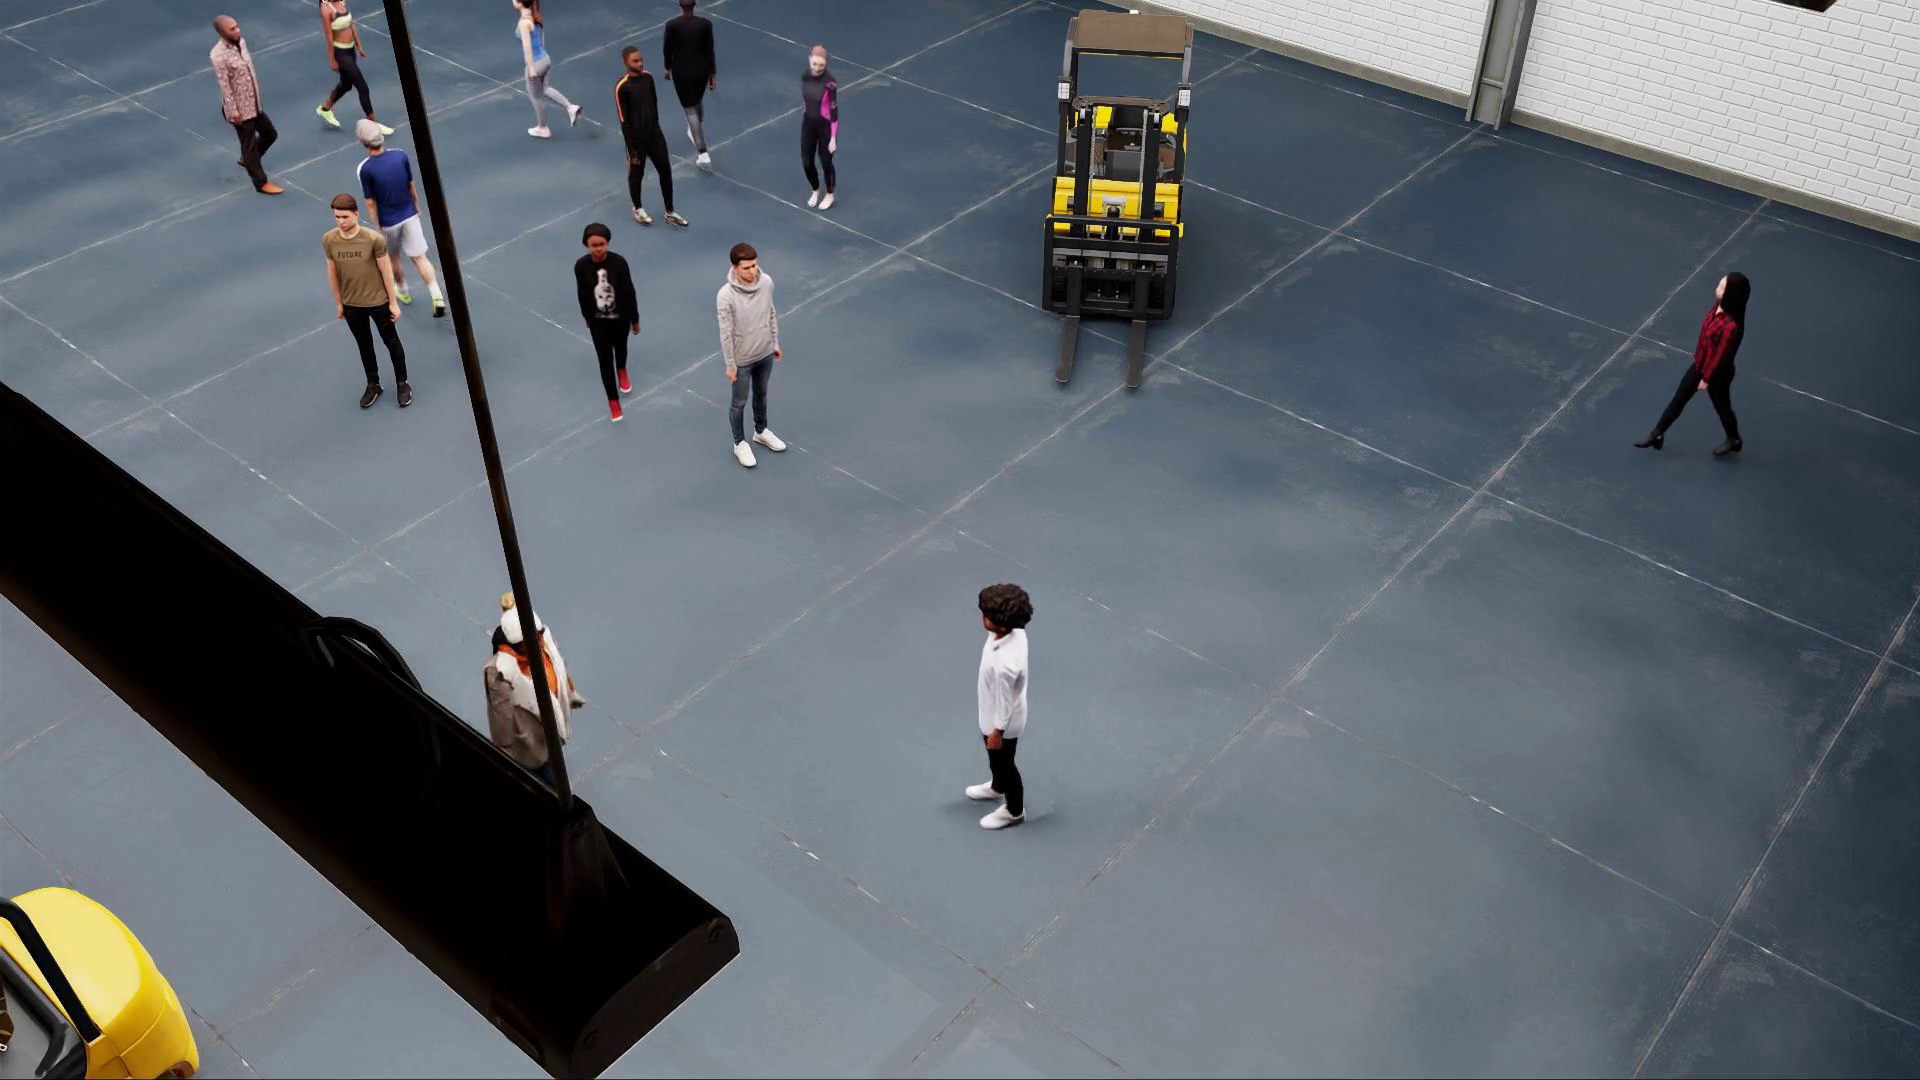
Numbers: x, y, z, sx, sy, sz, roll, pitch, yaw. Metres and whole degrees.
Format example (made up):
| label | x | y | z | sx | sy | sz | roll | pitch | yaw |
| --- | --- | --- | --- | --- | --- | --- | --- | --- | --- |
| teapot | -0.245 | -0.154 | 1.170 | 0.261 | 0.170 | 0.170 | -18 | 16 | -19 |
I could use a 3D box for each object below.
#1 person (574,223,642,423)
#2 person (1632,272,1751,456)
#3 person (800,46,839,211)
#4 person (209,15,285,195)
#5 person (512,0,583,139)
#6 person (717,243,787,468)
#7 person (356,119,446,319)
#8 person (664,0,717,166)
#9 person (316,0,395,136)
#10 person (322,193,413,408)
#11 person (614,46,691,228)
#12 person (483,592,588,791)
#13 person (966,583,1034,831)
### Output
| label | x | y | z | sx | sy | sz | roll | pitch | yaw |
| --- | --- | --- | --- | --- | --- | --- | --- | --- | --- |
| person | -2.833 | -1.834 | 13.435 | 0.994 | 1.630 | 1.153 | -9 | 40 | -11 |
| person | 5.882 | -1.296 | 12.779 | 1.135 | 1.608 | 0.991 | 2 | 39 | 2 |
| person | -1.350 | -3.970 | 16.045 | 0.644 | 1.710 | 0.727 | 25 | 45 | 28 |
| person | -7.127 | -4.283 | 16.369 | 0.926 | 1.795 | 0.866 | 8 | 39 | 10 |
| person | -4.361 | -4.975 | 17.393 | 0.930 | 1.599 | 0.788 | 6 | 39 | 8 |
| person | -1.620 | -1.460 | 12.788 | 0.693 | 1.852 | 0.617 | -30 | 47 | -32 |
| person | -4.843 | -2.756 | 14.450 | 0.783 | 1.805 | 1.182 | -27 | 46 | -30 |
| person | -2.711 | -4.652 | 16.891 | 1.007 | 1.720 | 1.274 | -16 | 41 | -19 |
| person | -6.520 | -5.065 | 17.412 | 1.187 | 1.716 | 0.935 | 6 | 39 | 7 |
| person | -4.770 | -1.934 | 13.383 | 0.721 | 1.851 | 0.796 | -1 | 39 | -1 |
| person | -3.090 | -3.845 | 15.828 | 0.887 | 1.785 | 0.661 | 31 | 48 | 33 |
| person | -2.559 | 1.013 | 9.673 | 1.083 | 1.874 | 1.000 | 6 | 39 | 7 |
| person | 0.264 | 0.979 | 9.767 | 0.791 | 1.812 | 0.742 | 0 | 39 | 0 |
